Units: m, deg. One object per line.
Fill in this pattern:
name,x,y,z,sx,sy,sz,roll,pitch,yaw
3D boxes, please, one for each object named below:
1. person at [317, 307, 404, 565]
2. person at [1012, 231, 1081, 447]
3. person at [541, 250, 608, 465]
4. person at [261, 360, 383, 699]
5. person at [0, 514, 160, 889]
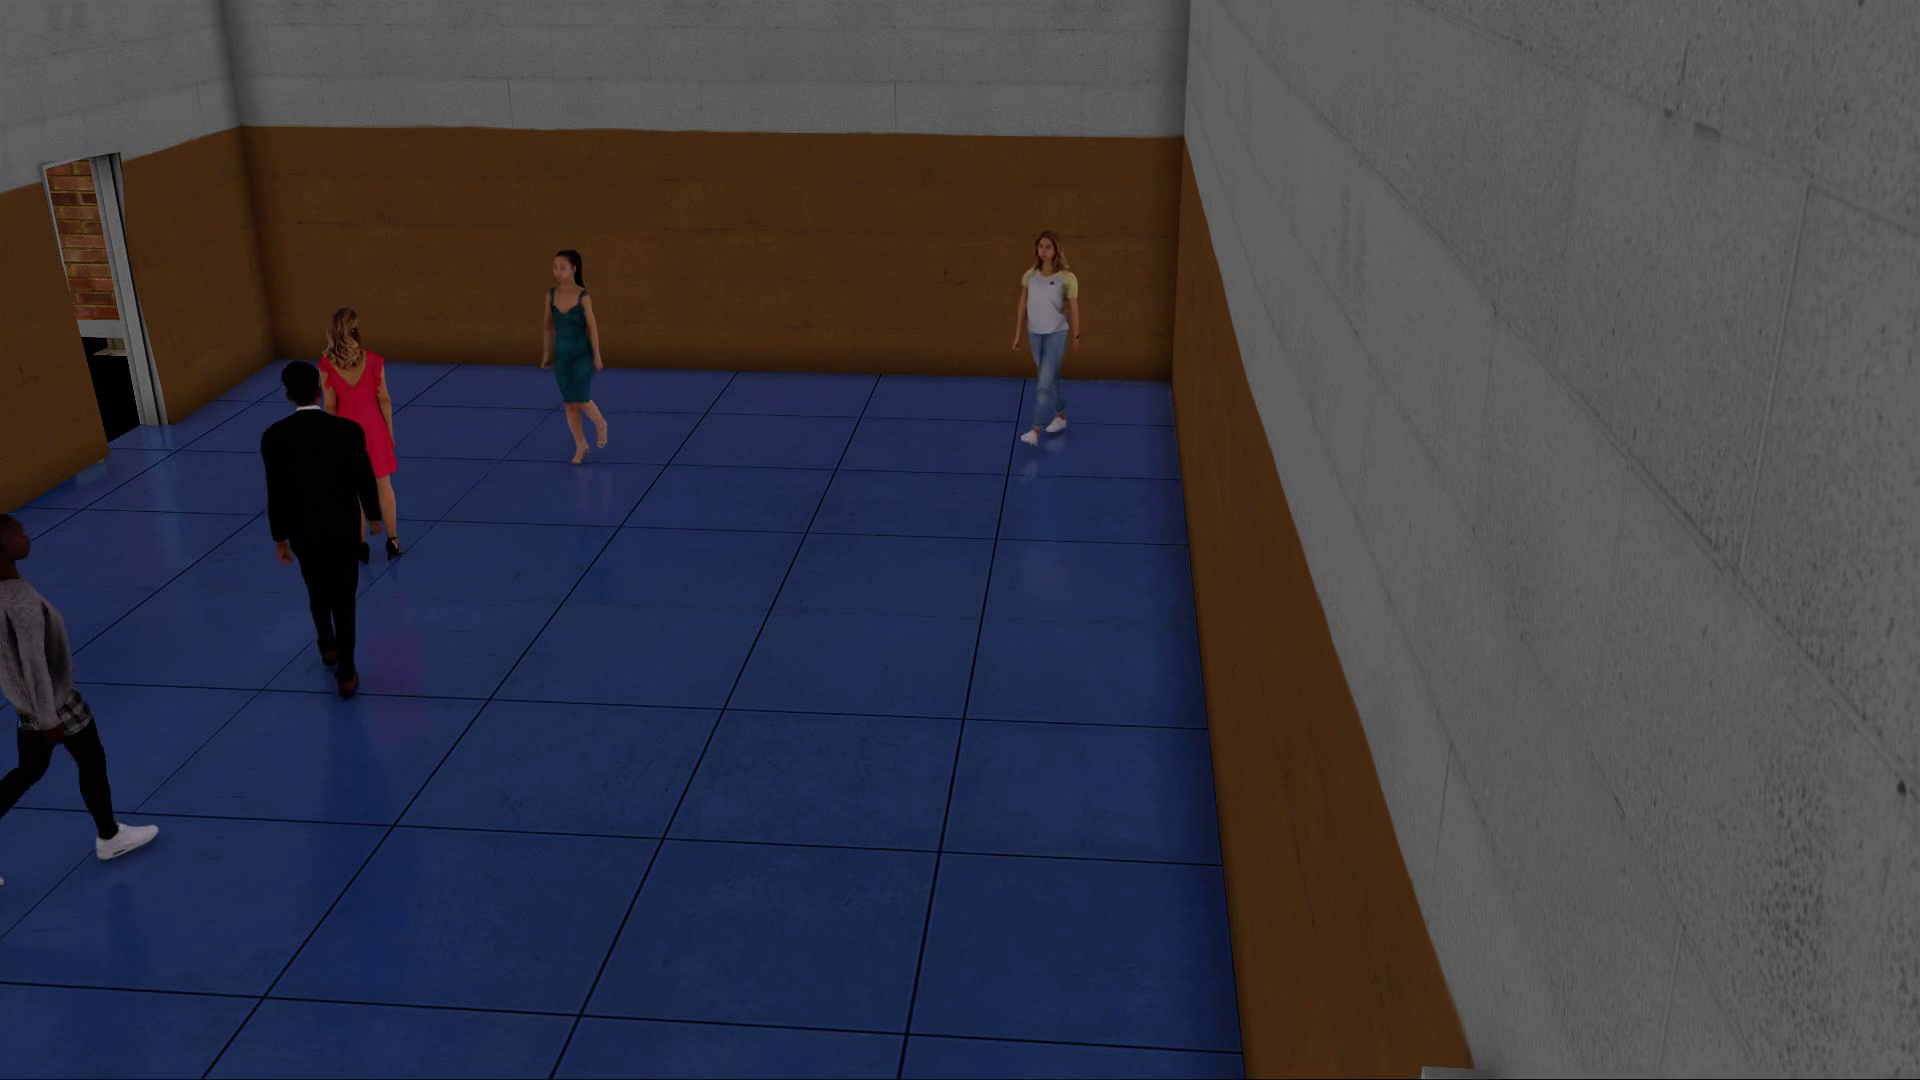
person,-3.941,-0.689,10.936,0.597,1.728,0.708,-7,23,-17
person,0.743,-1.623,13.303,1.112,1.683,1.016,14,26,31
person,-2.912,-1.406,12.794,0.707,1.674,0.755,10,24,24
person,-3.491,-0.022,9.119,1.006,1.847,0.971,-5,22,-13
person,-4.167,0.740,7.357,1.122,1.747,1.117,19,29,40
